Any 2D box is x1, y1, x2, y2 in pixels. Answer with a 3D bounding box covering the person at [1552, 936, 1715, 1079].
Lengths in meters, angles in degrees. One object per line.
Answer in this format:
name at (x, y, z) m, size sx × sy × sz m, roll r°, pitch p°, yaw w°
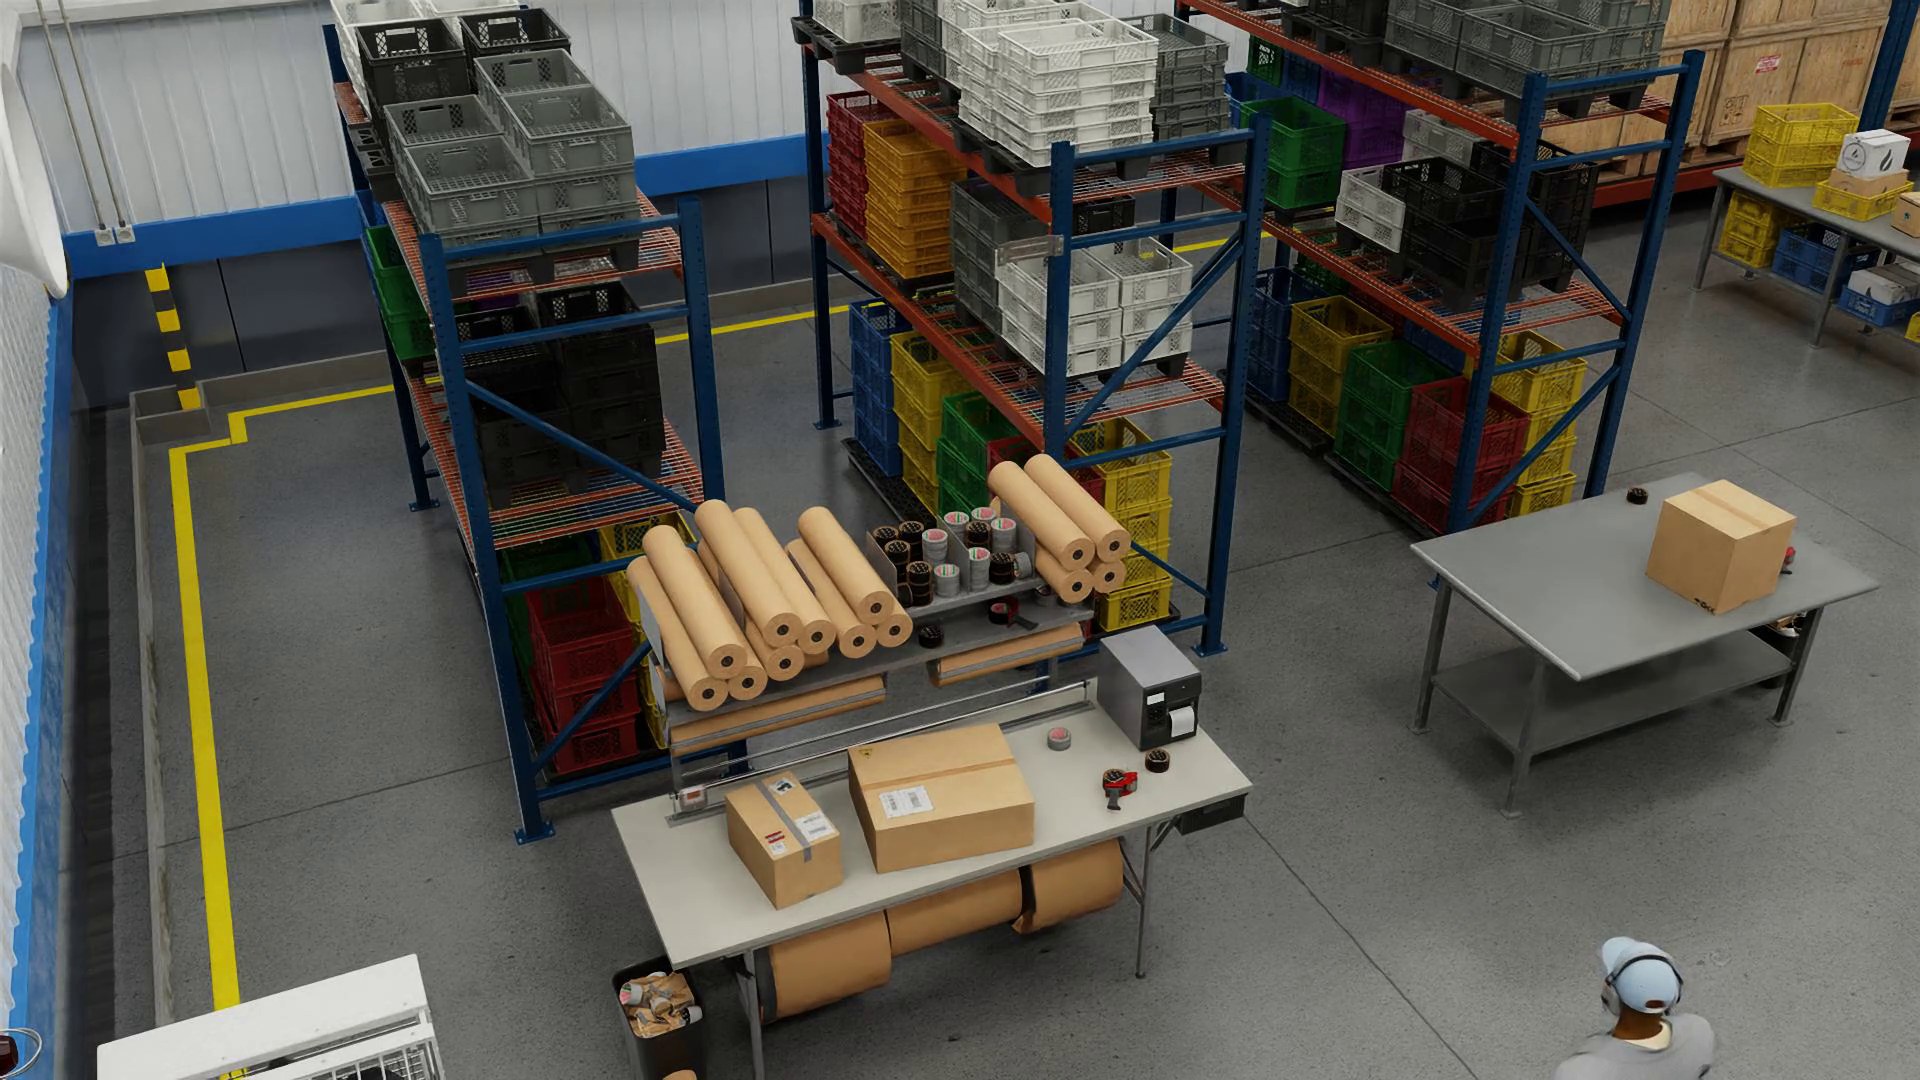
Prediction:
person at (1.992, 1.972, 5.258) m, size 0.596 × 1.849 × 0.384 m, roll -14°, pitch 34°, yaw -21°
